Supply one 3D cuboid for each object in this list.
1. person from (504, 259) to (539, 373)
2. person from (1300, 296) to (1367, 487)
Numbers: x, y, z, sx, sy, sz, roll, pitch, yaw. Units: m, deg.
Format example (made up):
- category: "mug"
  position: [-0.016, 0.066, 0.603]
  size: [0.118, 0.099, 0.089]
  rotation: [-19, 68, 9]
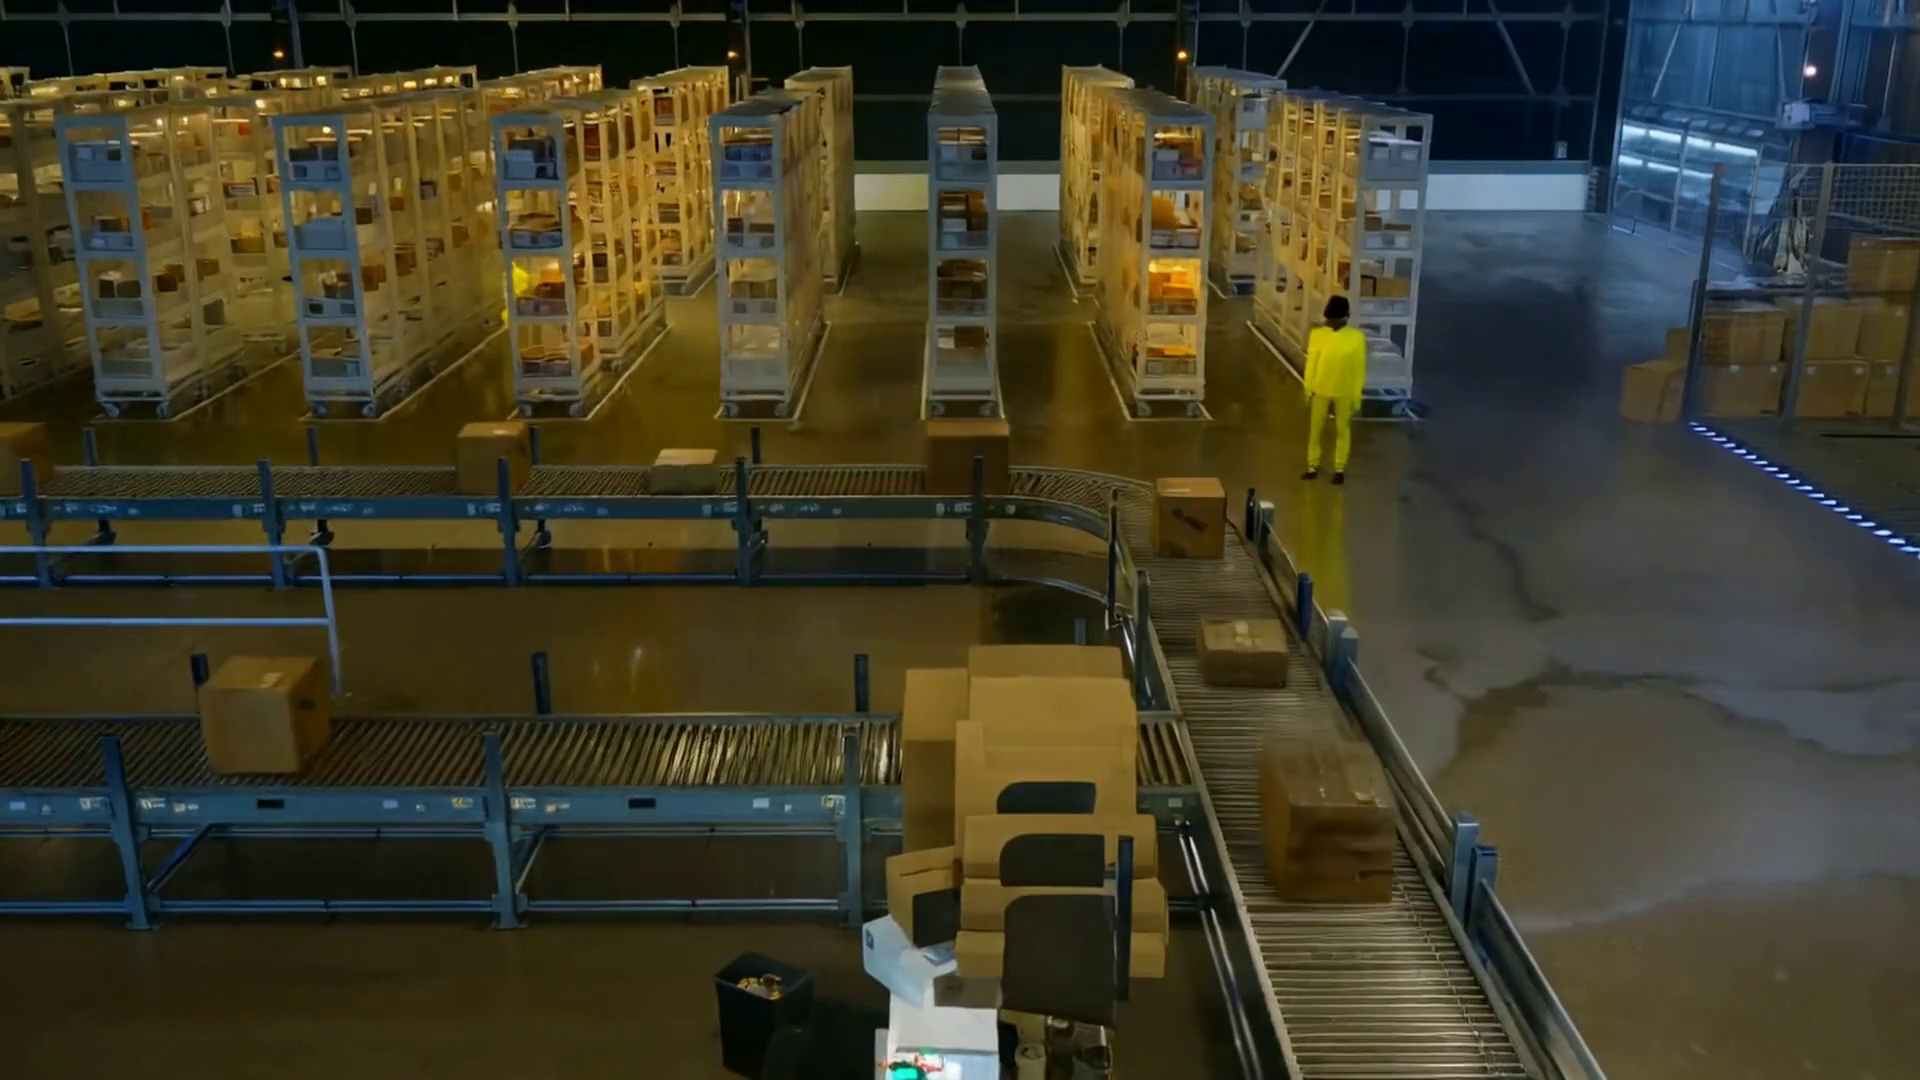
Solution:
- category: "person"
  position: [-5.658, -2.956, 21.777]
  size: [0.403, 1.830, 0.599]
  rotation: [9, 20, 26]
- category: "person"
  position: [3.840, -1.529, 17.142]
  size: [0.609, 1.984, 0.399]
  rotation: [9, 20, 27]
